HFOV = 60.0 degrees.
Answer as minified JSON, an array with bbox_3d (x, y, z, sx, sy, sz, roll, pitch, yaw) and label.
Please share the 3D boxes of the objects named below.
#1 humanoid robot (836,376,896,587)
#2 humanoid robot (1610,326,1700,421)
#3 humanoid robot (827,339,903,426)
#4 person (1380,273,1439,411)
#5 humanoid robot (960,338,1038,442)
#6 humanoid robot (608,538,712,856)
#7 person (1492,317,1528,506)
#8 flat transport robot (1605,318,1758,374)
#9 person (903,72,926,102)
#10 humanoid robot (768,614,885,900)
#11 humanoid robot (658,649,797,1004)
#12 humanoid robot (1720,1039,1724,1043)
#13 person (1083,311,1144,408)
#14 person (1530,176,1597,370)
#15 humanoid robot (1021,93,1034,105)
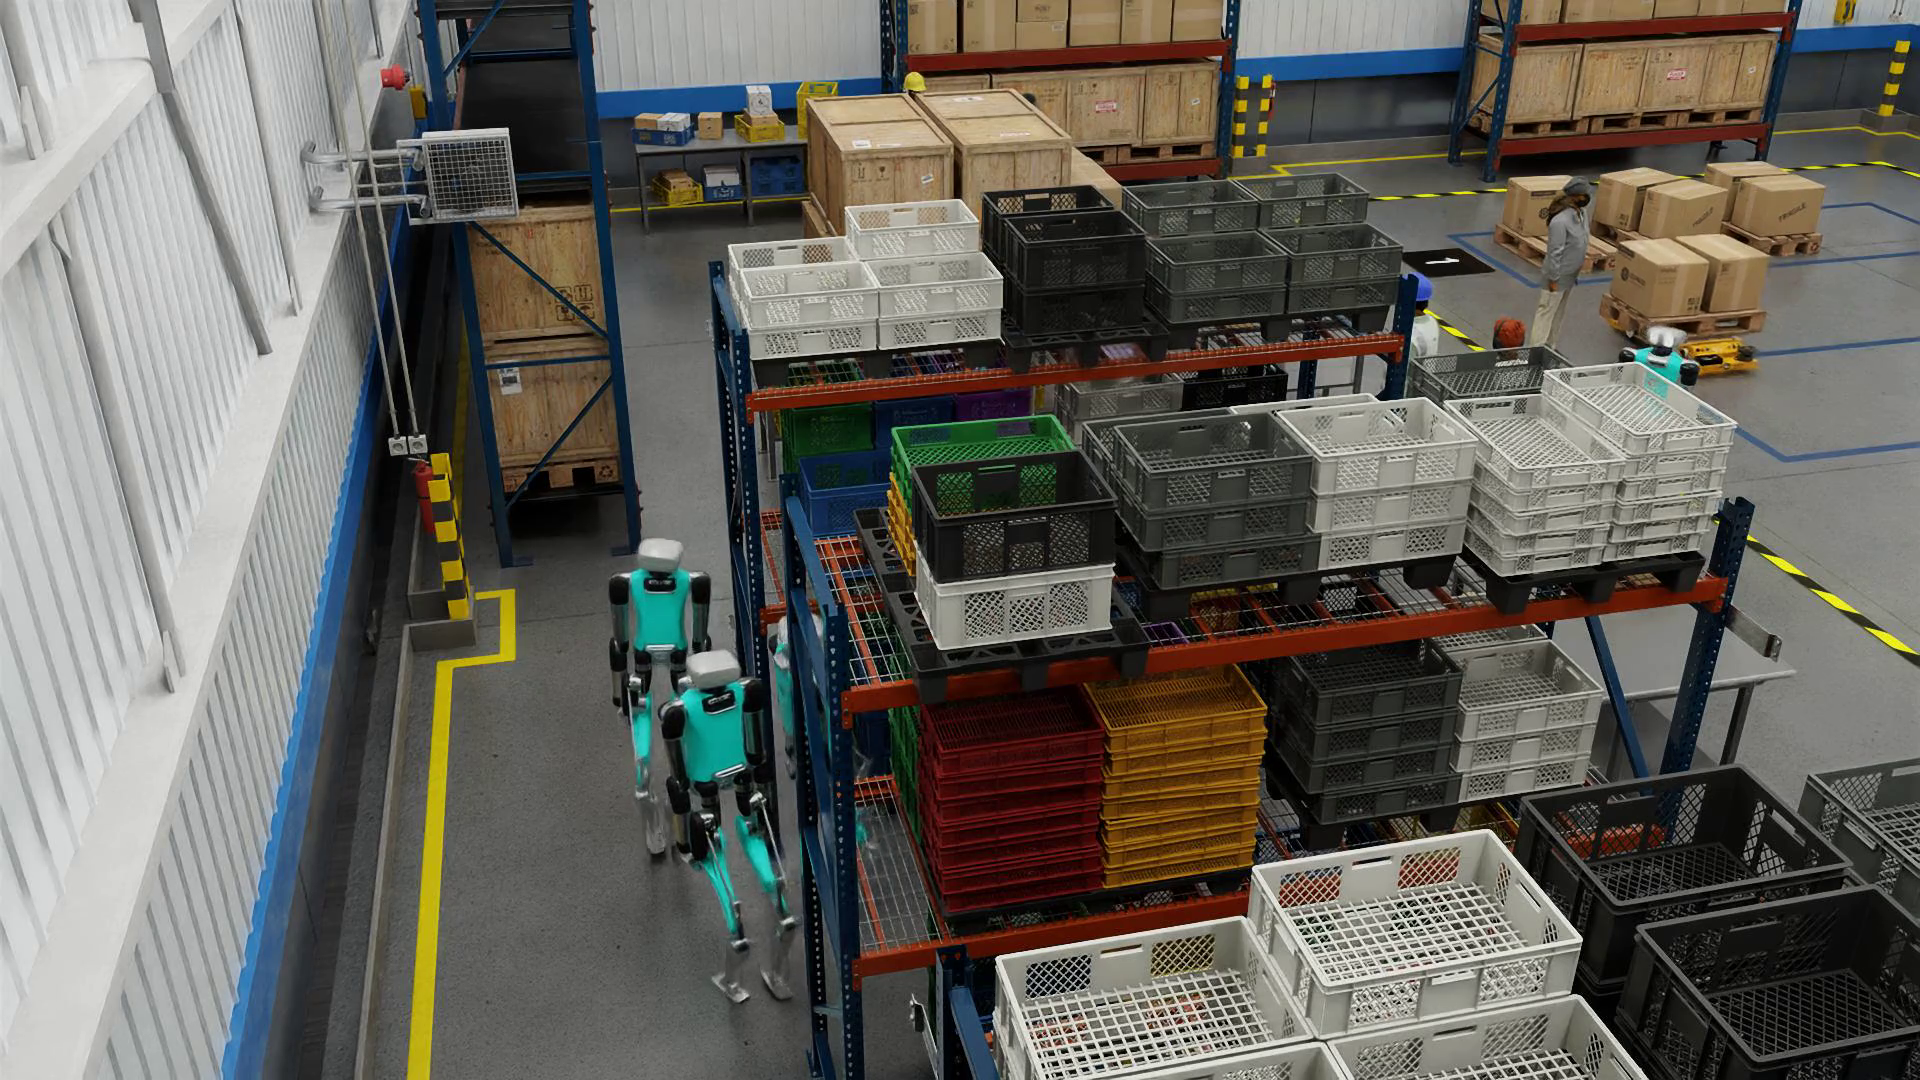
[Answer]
[{"bbox_3d":[-0.597,-0.410,11.310,0.609,1.639,0.394,18,33,30],"label":"humanoid robot"},{"bbox_3d":[4.903,-0.787,11.820,0.533,1.677,0.735,17,32,29],"label":"humanoid robot"},{"bbox_3d":[-0.687,-0.975,12.381,0.599,1.642,0.372,-9,29,-16],"label":"humanoid robot"},{"bbox_3d":[3.242,-1.010,12.164,0.400,1.944,0.614,15,31,26],"label":"person"},{"bbox_3d":[0.300,-0.499,11.315,0.533,1.698,0.739,-4,28,-7],"label":"humanoid robot"},{"bbox_3d":[-1.548,0.935,8.756,0.562,1.833,0.744,-4,28,-8],"label":"humanoid robot"},{"bbox_3d":[3.689,-0.644,11.545,0.585,1.879,0.376,-12,30,-21],"label":"person"},{"bbox_3d":[6.793,-1.935,15.687,0.652,0.197,1.431,-6,28,-12],"label":"flat transport robot"},{"bbox_3d":[-0.503,-4.278,18.485,0.599,1.829,0.403,-22,35,-35],"label":"person"},{"bbox_3d":[-0.585,1.146,8.347,0.663,1.840,0.548,-14,31,-25],"label":"humanoid robot"},{"bbox_3d":[-0.978,1.419,7.755,0.565,1.735,0.853,-20,34,-33],"label":"humanoid robot"},{"bbox_3d":[2.501,2.401,5.981,0.384,1.649,0.596,-12,30,-22],"label":"humanoid robot"},{"bbox_3d":[1.178,-1.340,12.690,0.613,2.040,0.388,19,33,31],"label":"person"},{"bbox_3d":[5.413,-2.412,15.012,0.398,1.769,0.572,21,34,34],"label":"person"},{"bbox_3d":[0.783,-4.101,18.328,0.397,1.641,0.589,-4,28,-8],"label":"humanoid robot"}]
